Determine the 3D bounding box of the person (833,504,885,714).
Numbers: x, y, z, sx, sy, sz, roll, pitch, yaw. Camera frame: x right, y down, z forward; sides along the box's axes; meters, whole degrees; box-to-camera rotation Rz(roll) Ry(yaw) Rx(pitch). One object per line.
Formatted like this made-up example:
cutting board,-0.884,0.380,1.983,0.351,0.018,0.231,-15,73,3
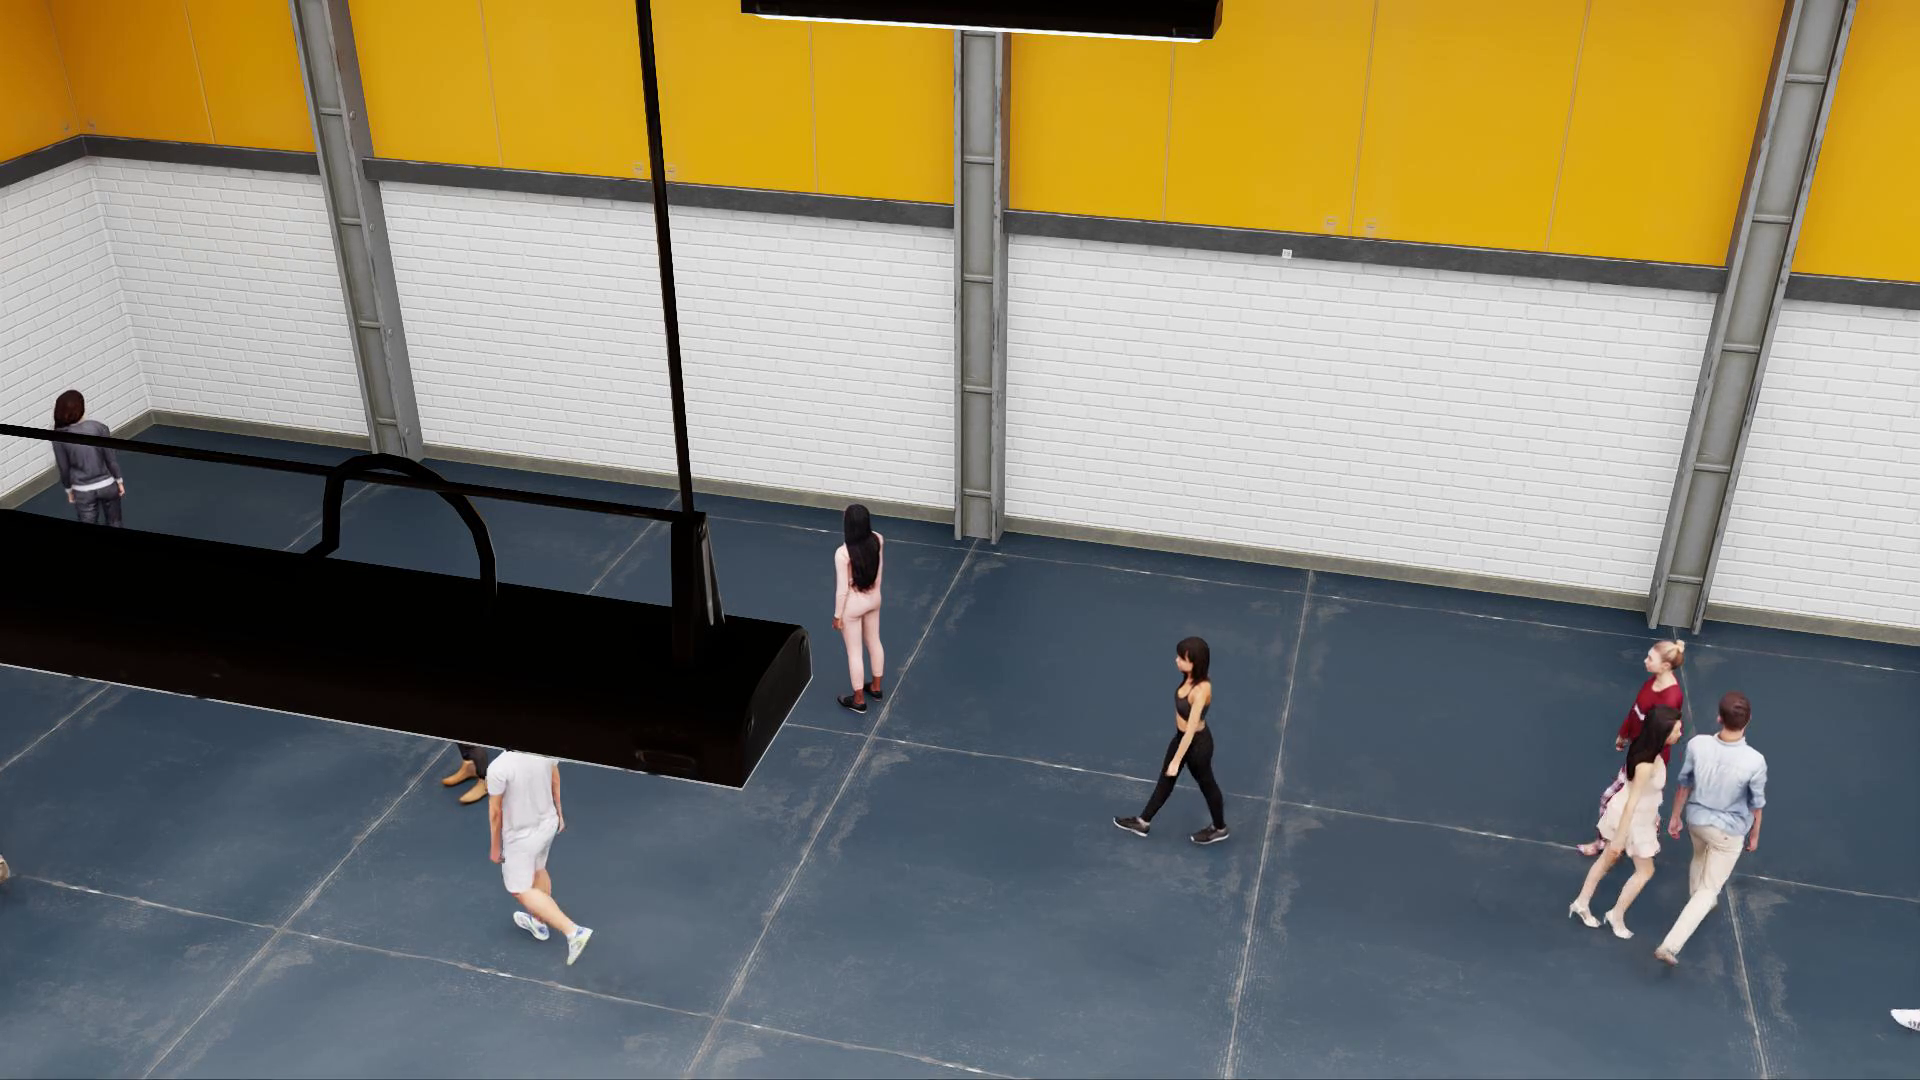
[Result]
person,-0.750,0.497,12.499,0.692,1.721,0.697,24,36,36

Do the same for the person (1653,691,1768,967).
person,4.521,1.780,10.059,1.147,1.807,1.206,-19,34,-31

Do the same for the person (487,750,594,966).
person,-2.548,1.777,10.036,1.092,1.835,0.858,16,33,27

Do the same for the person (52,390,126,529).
person,-7.352,-0.417,14.146,0.965,1.749,1.017,-14,32,-24

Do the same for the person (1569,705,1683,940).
person,4.033,1.718,10.268,0.663,1.714,0.606,10,30,17

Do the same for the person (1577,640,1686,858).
person,4.577,1.404,10.876,0.775,1.684,0.673,6,29,11

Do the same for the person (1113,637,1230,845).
person,1.631,1.365,11.022,1.086,1.612,0.793,-3,29,-5
